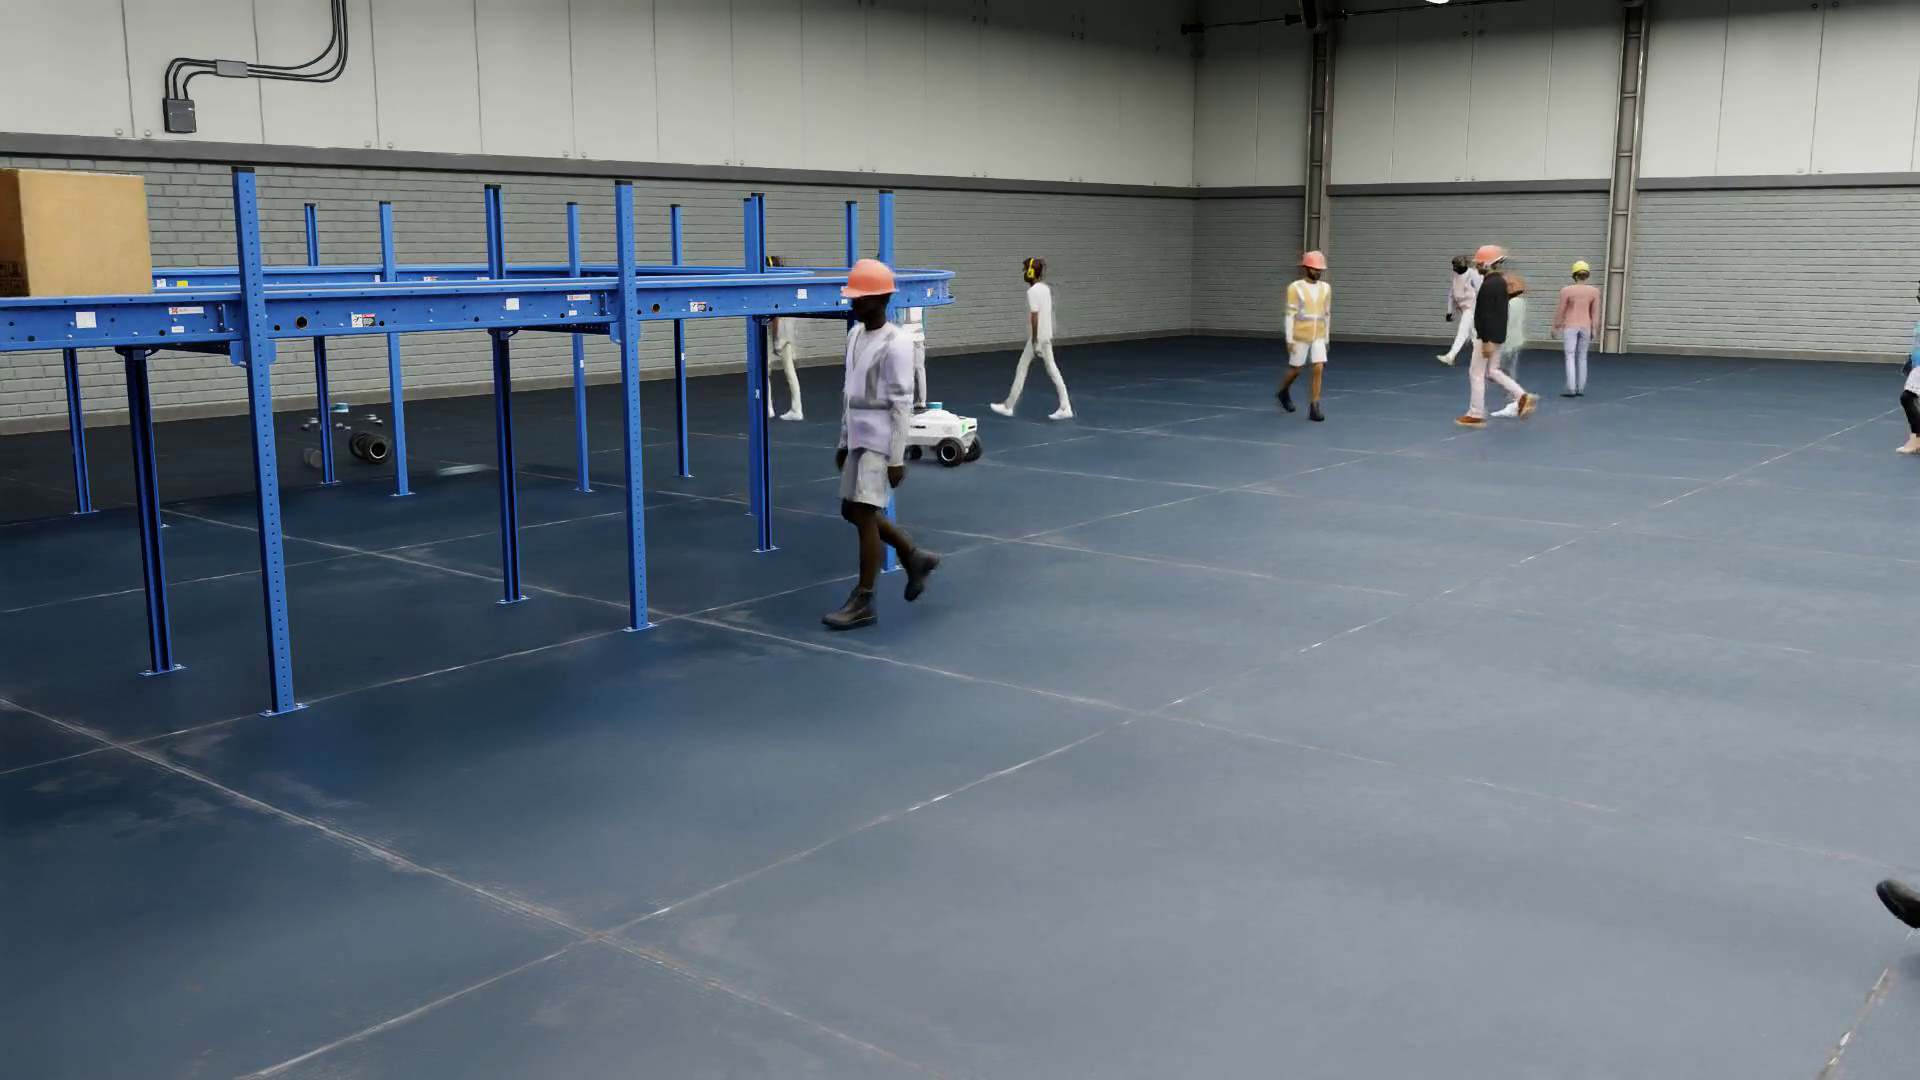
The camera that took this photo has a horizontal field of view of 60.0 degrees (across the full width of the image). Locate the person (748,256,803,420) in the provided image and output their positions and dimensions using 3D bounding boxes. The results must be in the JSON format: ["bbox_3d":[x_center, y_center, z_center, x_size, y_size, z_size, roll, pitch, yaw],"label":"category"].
[{"bbox_3d":[-2.107,-2.268,18.729,0.756,1.834,0.558,4,11,22],"label":"person"}]

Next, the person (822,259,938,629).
[{"bbox_3d":[-0.430,-0.521,8.811,0.721,1.919,0.591,-6,12,-29],"label":"person"}]

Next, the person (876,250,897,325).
[{"bbox_3d":[-1.013,-3.002,22.612,0.401,1.904,0.651,7,12,32],"label":"person"}]

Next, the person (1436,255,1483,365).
[{"bbox_3d":[8.181,-3.714,26.951,1.016,1.762,0.633,-3,11,-17],"label":"person"}]

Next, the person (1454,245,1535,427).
[{"bbox_3d":[5.807,-2.201,17.983,0.736,1.968,0.623,7,13,36],"label":"person"}]

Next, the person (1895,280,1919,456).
[{"bbox_3d":[9.004,-1.623,15.588,0.502,1.677,0.539,5,11,25],"label":"person"}]

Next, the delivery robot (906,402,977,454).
[{"bbox_3d":[-0.216,-1.015,15.198,0.707,0.478,0.477,4,11,23],"label":"delivery robot"}]

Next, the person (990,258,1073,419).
[{"bbox_3d":[0.861,-2.291,18.934,1.022,1.812,0.529,7,12,32],"label":"person"}]

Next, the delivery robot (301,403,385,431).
[{"bbox_3d":[-5.612,-1.130,15.117,0.698,0.223,0.335,-7,12,-34],"label":"delivery robot"}]

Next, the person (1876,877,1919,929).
[{"bbox_3d":[2.969,0.309,4.307,0.565,1.882,0.975,-8,13,-39],"label":"person"}]

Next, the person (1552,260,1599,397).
[{"bbox_3d":[8.016,-2.752,21.648,0.525,1.772,0.365,-1,10,-5],"label":"person"}]

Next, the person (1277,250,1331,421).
[{"bbox_3d":[3.919,-2.338,18.944,0.571,1.910,0.826,-3,11,-16],"label":"person"}]

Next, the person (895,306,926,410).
[{"bbox_3d":[-0.595,-2.370,19.843,0.311,1.638,0.523,9,13,40],"label":"person"}]

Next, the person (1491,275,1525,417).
[{"bbox_3d":[6.251,-2.210,18.999,0.342,1.620,0.520,5,11,26],"label":"person"}]
